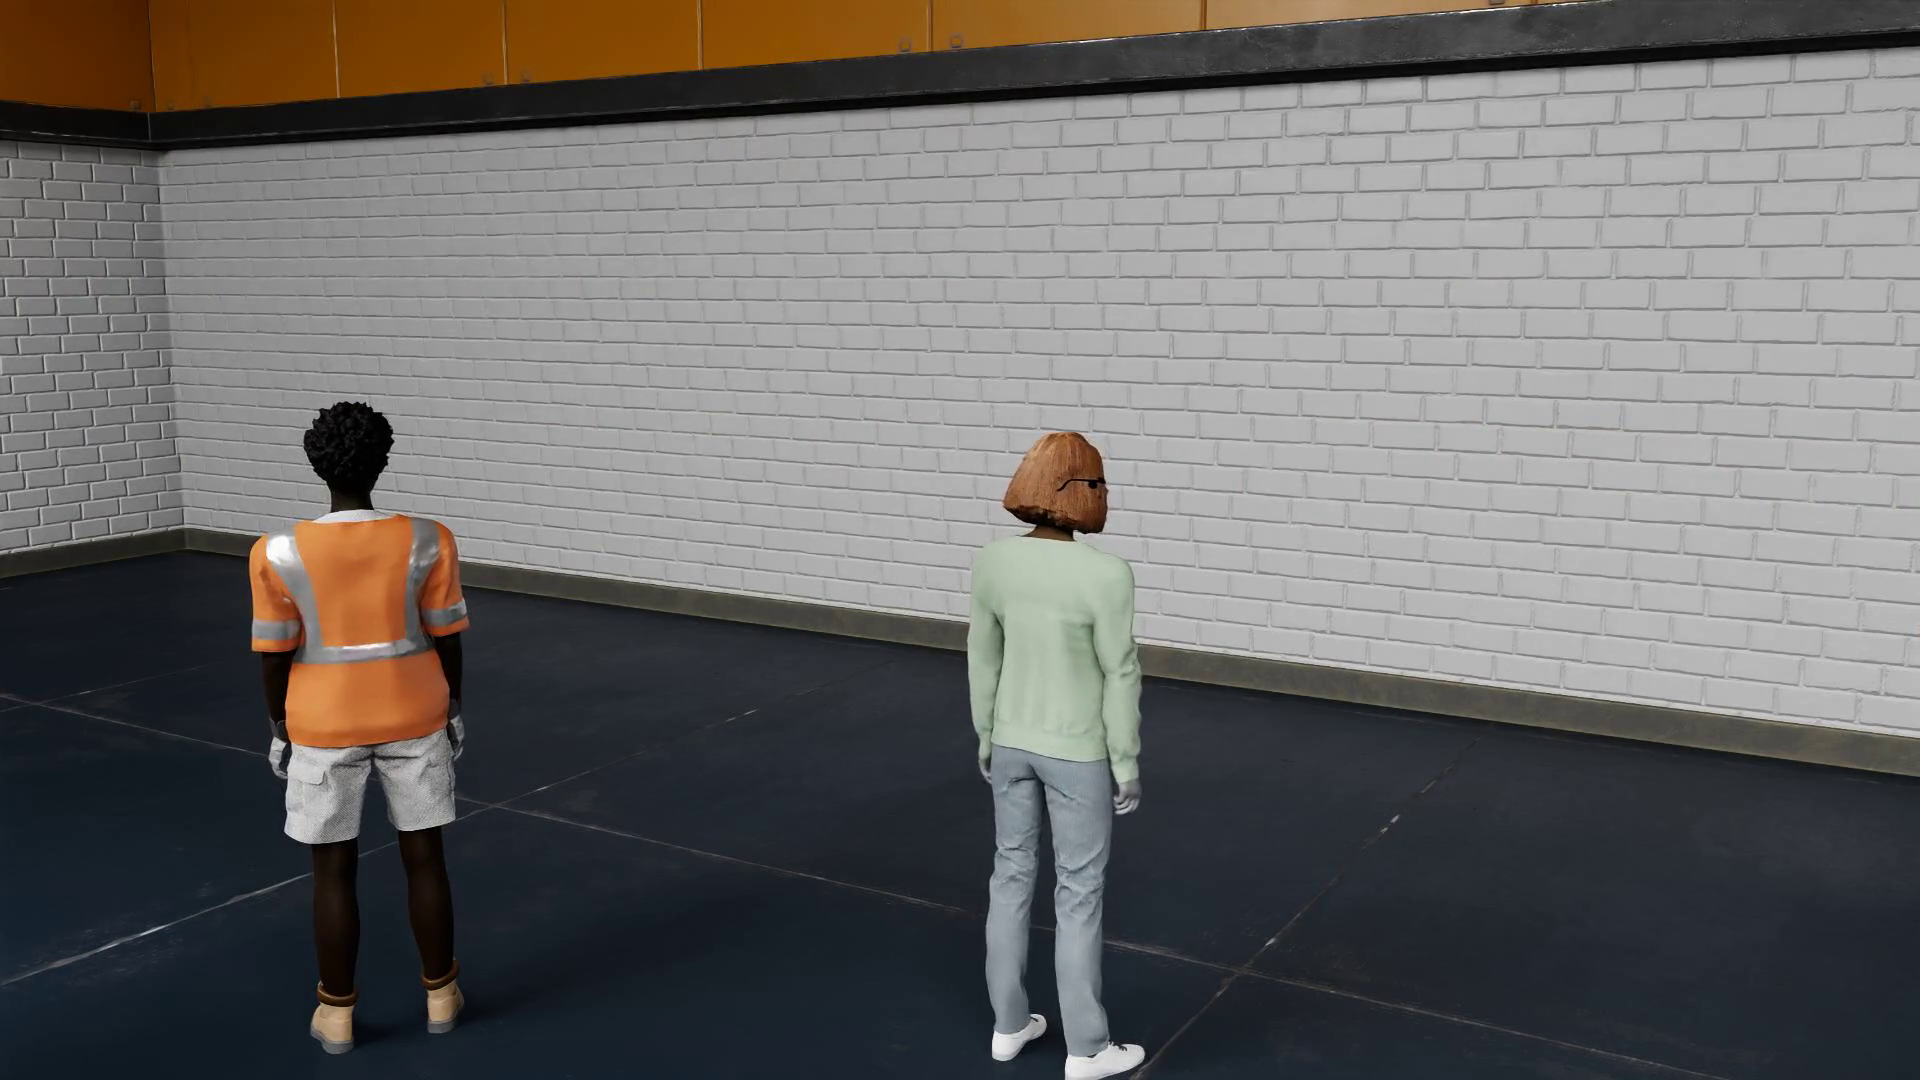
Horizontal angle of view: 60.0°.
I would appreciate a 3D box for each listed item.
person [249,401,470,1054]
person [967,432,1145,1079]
[{"bbox_3d":[-1.545,0.489,4.341,0.533,1.697,0.318,-4,10,-24],"label":"person"},{"bbox_3d":[0.241,0.543,4.200,0.500,1.632,0.286,8,12,40],"label":"person"}]
